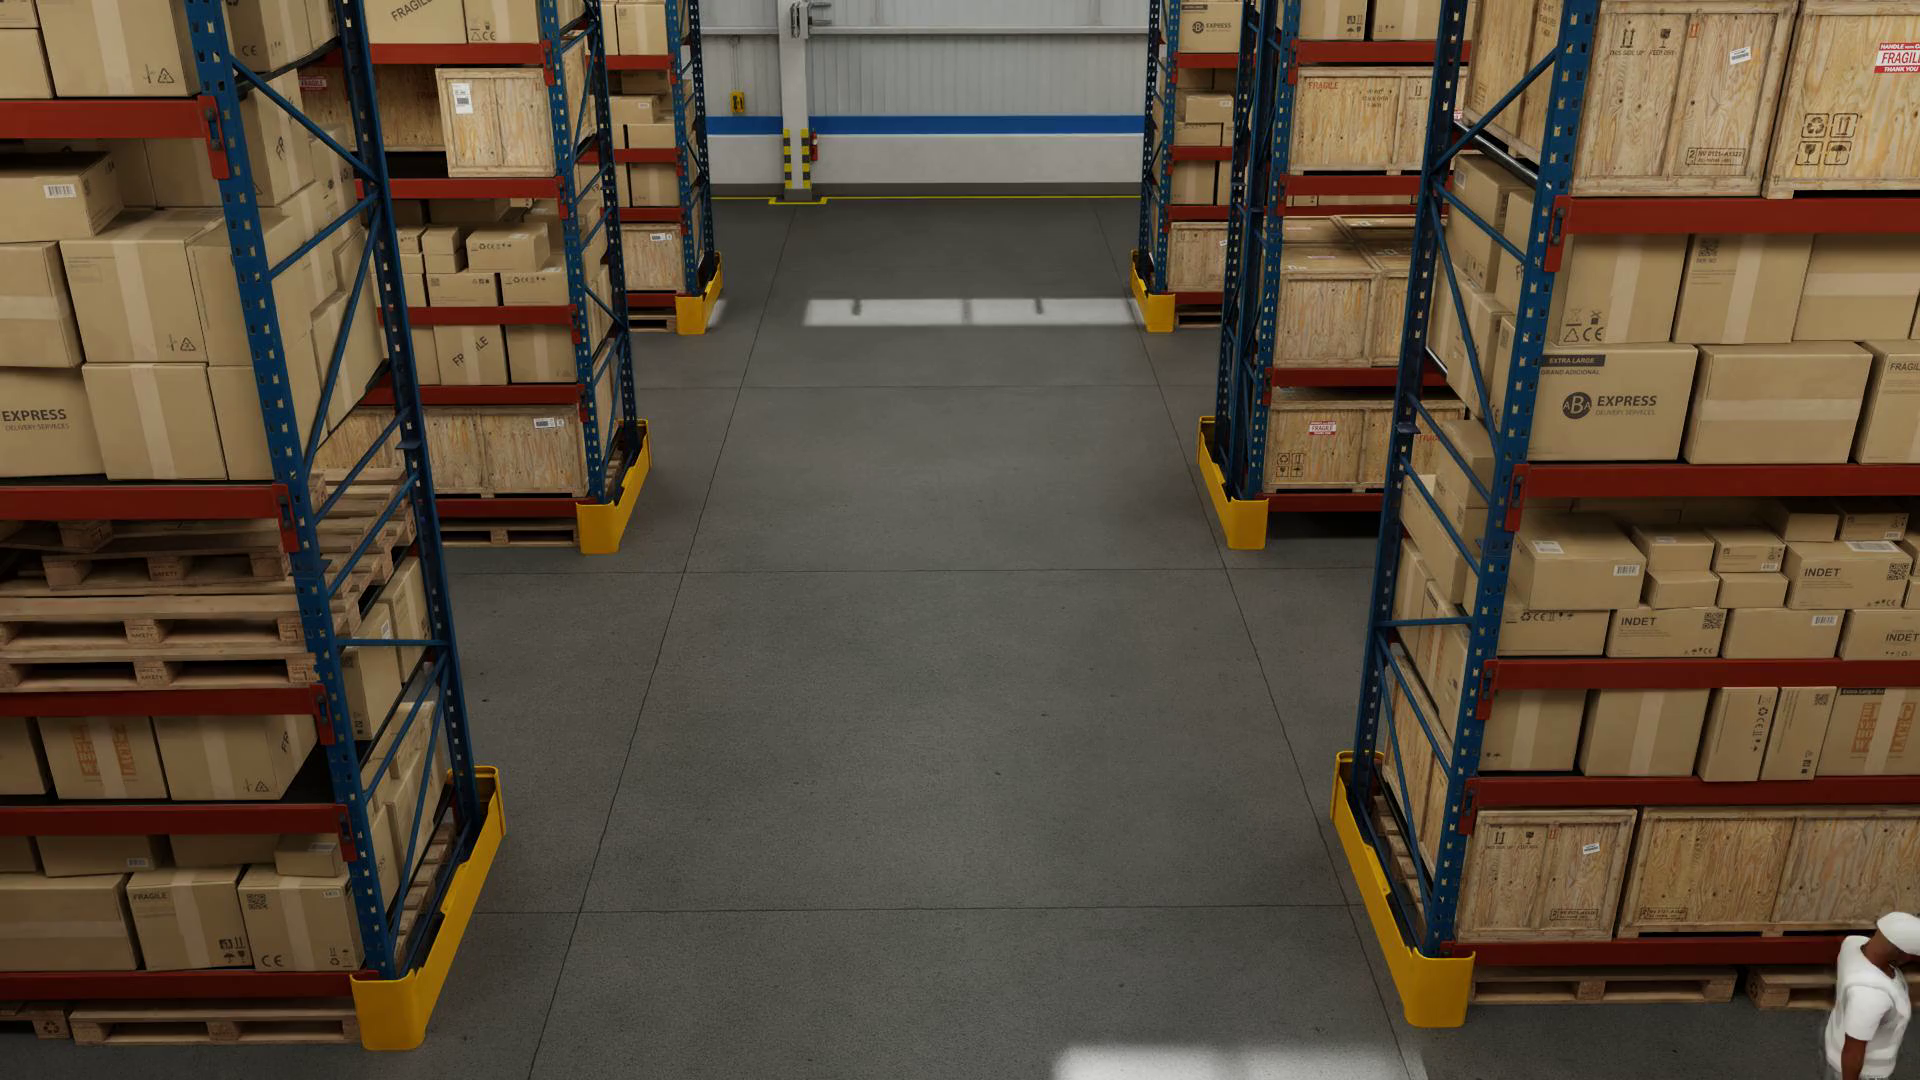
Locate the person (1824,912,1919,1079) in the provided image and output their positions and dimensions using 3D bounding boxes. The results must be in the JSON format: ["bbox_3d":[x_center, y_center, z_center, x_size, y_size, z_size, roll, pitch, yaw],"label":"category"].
[{"bbox_3d":[4.562,2.590,8.330,0.757,1.751,0.620,11,27,23],"label":"person"}]
